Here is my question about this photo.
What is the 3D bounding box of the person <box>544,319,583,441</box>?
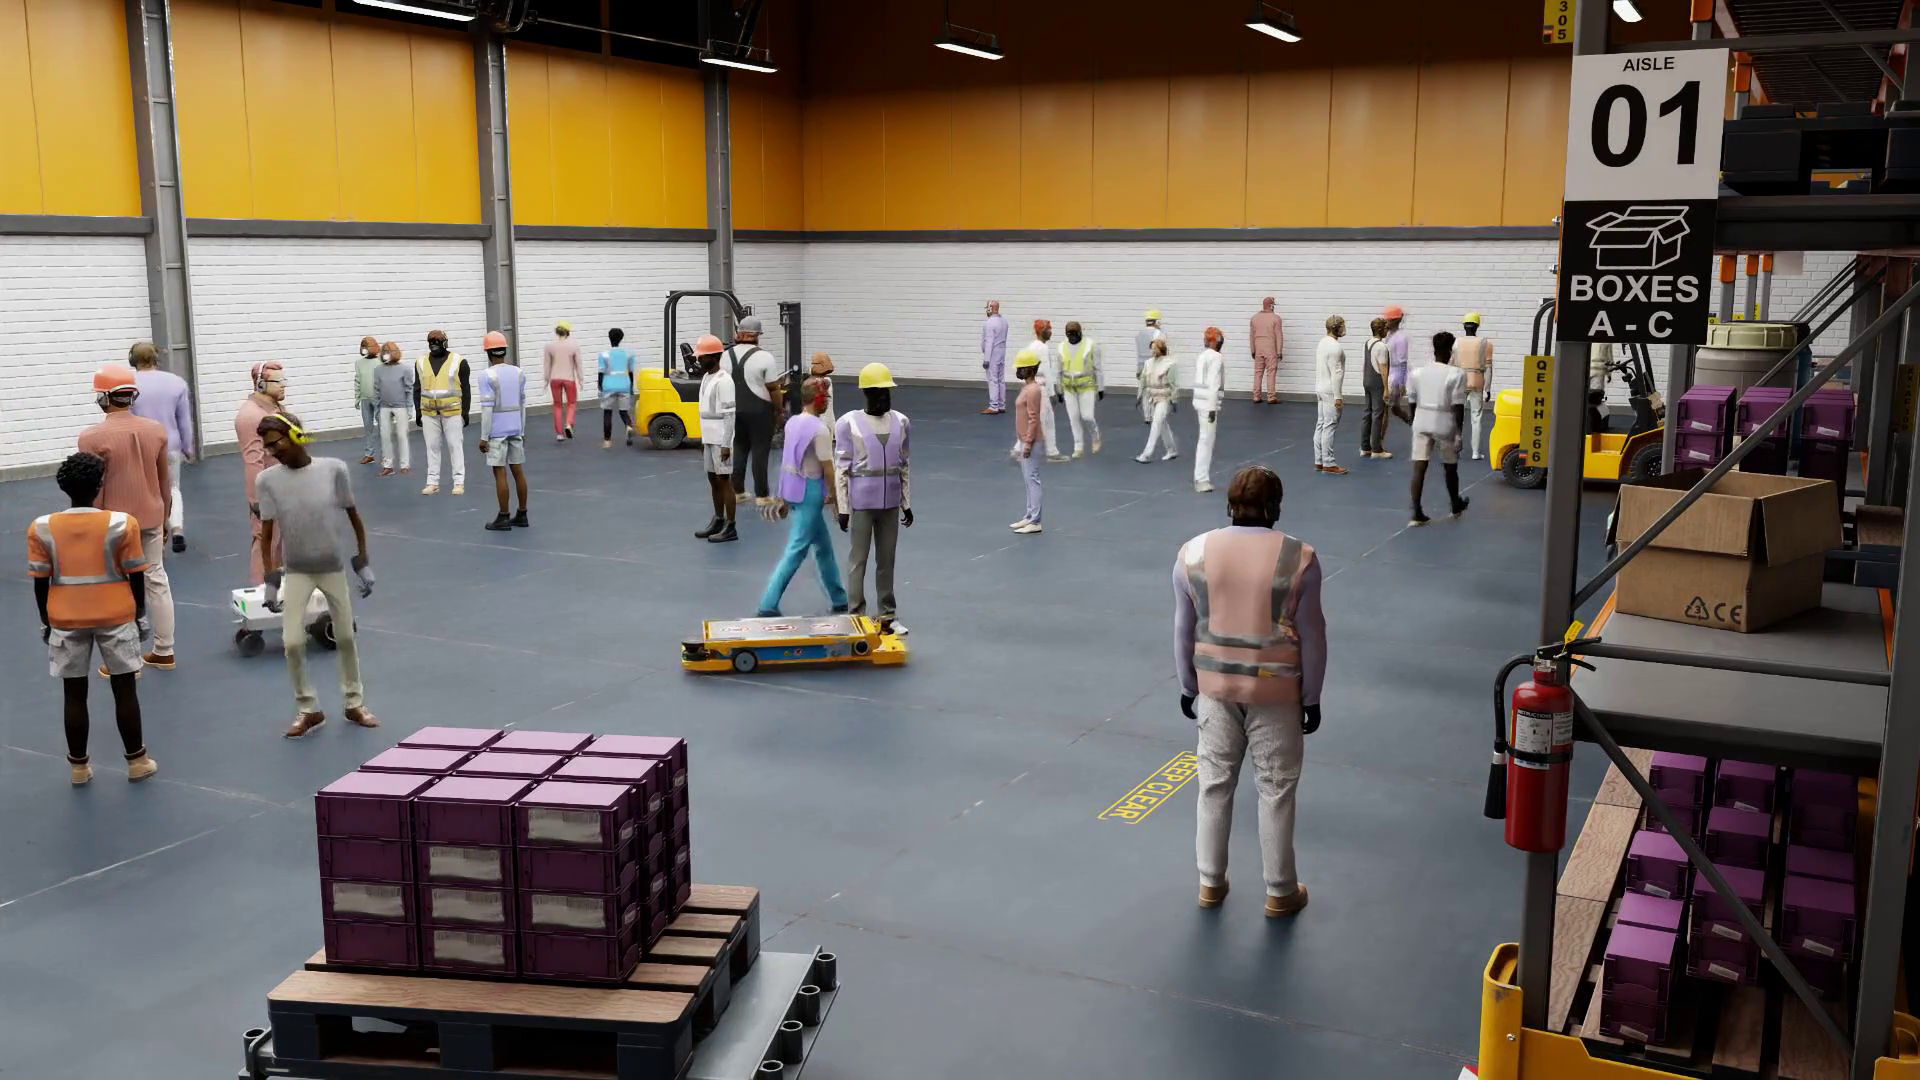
[{"bbox_3d":[-5.665,-2.282,23.777,0.562,1.746,0.459,-1,10,-3],"label":"person"}]

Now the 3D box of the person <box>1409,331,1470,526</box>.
[{"bbox_3d":[4.781,-1.116,16.564,0.636,1.903,1.040,8,13,39],"label":"person"}]

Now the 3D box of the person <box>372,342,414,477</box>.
[{"bbox_3d":[-6.824,-1.565,20.038,0.528,1.629,0.329,1,10,5],"label":"person"}]

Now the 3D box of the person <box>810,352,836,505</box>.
[{"bbox_3d":[-1.465,-1.183,17.753,0.282,1.634,0.498,-1,10,-5],"label":"person"}]

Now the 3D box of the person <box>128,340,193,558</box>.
[{"bbox_3d":[-7.071,-0.783,14.587,0.651,1.927,0.467,-8,13,-39],"label":"person"}]

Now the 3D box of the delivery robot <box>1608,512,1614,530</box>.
[{"bbox_3d":[5.980,-0.173,14.757,0.477,0.478,0.707,6,11,30],"label":"delivery robot"}]

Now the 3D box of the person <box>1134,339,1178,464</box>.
[{"bbox_3d":[2.546,-1.787,21.387,0.883,1.593,0.532,-7,12,-37],"label":"person"}]

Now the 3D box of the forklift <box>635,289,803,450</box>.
[{"bbox_3d":[-3.358,-2.392,23.136,2.313,2.155,1.214,-1,10,-5],"label":"forklift"}]

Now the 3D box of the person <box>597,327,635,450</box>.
[{"bbox_3d":[-4.663,-2.055,22.653,0.567,1.674,0.515,-5,11,-26],"label":"person"}]

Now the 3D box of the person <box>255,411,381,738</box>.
[{"bbox_3d":[-3.580,0.184,9.278,0.586,1.834,0.392,-4,11,-22],"label":"person"}]

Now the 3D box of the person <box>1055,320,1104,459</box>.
[{"bbox_3d":[1.558,-1.965,21.774,0.668,1.814,0.502,5,11,27],"label":"person"}]

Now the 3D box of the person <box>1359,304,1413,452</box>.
[{"bbox_3d":[5.907,-2.162,22.362,0.951,2.015,0.617,0,10,-2],"label":"person"}]

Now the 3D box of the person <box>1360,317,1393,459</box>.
[{"bbox_3d":[5.466,-1.989,21.811,0.345,1.846,0.508,-3,10,-19],"label":"person"}]

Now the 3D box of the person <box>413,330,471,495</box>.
[{"bbox_3d":[-5.761,-1.413,18.490,0.634,1.841,0.429,0,10,1],"label":"person"}]

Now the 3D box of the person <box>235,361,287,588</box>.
[{"bbox_3d":[-5.012,-0.355,12.176,0.402,1.906,0.652,-1,10,-4],"label":"person"}]

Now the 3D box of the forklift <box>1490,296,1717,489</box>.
[{"bbox_3d":[7.296,-1.677,18.993,2.313,2.155,1.214,5,11,27],"label":"forklift"}]

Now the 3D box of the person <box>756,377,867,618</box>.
[{"bbox_3d":[-1.111,-0.281,12.150,0.931,1.803,0.562,-5,11,-25],"label":"person"}]

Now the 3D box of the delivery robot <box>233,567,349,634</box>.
[{"bbox_3d":[-4.549,0.423,11.309,0.707,0.478,0.477,-6,12,-31],"label":"delivery robot"}]

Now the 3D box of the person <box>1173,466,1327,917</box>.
[{"bbox_3d":[1.182,0.615,6.769,0.621,1.838,0.429,5,11,25],"label":"person"}]

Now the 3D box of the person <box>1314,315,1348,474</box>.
[{"bbox_3d":[4.529,-1.773,20.289,0.369,1.939,0.631,-1,10,-6],"label":"person"}]

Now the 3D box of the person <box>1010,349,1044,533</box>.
[{"bbox_3d":[0.648,-0.948,16.015,0.309,1.769,0.524,-1,10,-4],"label":"person"}]

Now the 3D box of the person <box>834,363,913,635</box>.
[{"bbox_3d":[-0.592,-0.274,11.632,0.593,1.930,0.355,-6,12,-32],"label":"person"}]

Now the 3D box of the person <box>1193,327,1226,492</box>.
[{"bbox_3d":[2.835,-1.482,18.894,0.373,1.854,0.750,-1,10,-7],"label":"person"}]

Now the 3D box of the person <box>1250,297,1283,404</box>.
[{"bbox_3d":[5.488,-3.377,29.667,0.652,1.906,0.405,9,13,42],"label":"person"}]

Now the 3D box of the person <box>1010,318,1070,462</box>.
[{"bbox_3d":[1.016,-1.890,21.205,0.729,1.868,0.589,-1,10,-8],"label":"person"}]

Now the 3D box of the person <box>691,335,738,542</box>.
[{"bbox_3d":[-2.298,-0.943,15.498,0.377,1.932,0.552,-6,11,-30],"label":"person"}]

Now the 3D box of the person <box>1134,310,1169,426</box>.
[{"bbox_3d":[2.972,-2.645,25.743,0.654,1.809,0.478,8,13,40],"label":"person"}]

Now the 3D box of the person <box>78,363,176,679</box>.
[{"bbox_3d":[-5.275,-0.116,10.537,0.382,1.995,0.612,5,11,25],"label":"person"}]

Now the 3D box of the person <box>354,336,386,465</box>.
[{"bbox_3d":[-7.471,-1.772,21.167,0.507,1.632,0.272,2,10,13],"label":"person"}]

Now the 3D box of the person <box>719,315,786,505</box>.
[{"bbox_3d":[-2.207,-1.386,17.756,0.695,2.000,0.537,5,11,29],"label":"person"}]

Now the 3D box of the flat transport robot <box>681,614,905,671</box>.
[{"bbox_3d":[-1.113,0.668,10.980,1.431,0.197,0.652,-2,10,-9],"label":"flat transport robot"}]

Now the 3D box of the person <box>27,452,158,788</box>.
[{"bbox_3d":[-4.367,0.405,8.379,0.537,1.695,0.321,-3,10,-15],"label":"person"}]

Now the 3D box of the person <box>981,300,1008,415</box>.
[{"bbox_3d":[0.547,-3.047,27.763,0.402,1.906,0.652,5,11,27],"label":"person"}]

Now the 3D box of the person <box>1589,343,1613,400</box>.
[{"bbox_3d":[9.526,-2.542,25.115,0.603,1.808,0.705,5,11,28],"label":"person"}]

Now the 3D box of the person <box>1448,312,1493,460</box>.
[{"bbox_3d":[6.617,-1.995,21.635,0.585,1.918,0.382,4,11,22],"label":"person"}]

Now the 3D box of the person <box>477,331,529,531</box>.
[{"bbox_3d":[-4.457,-1.053,16.143,0.382,1.930,0.547,6,12,33],"label":"person"}]
